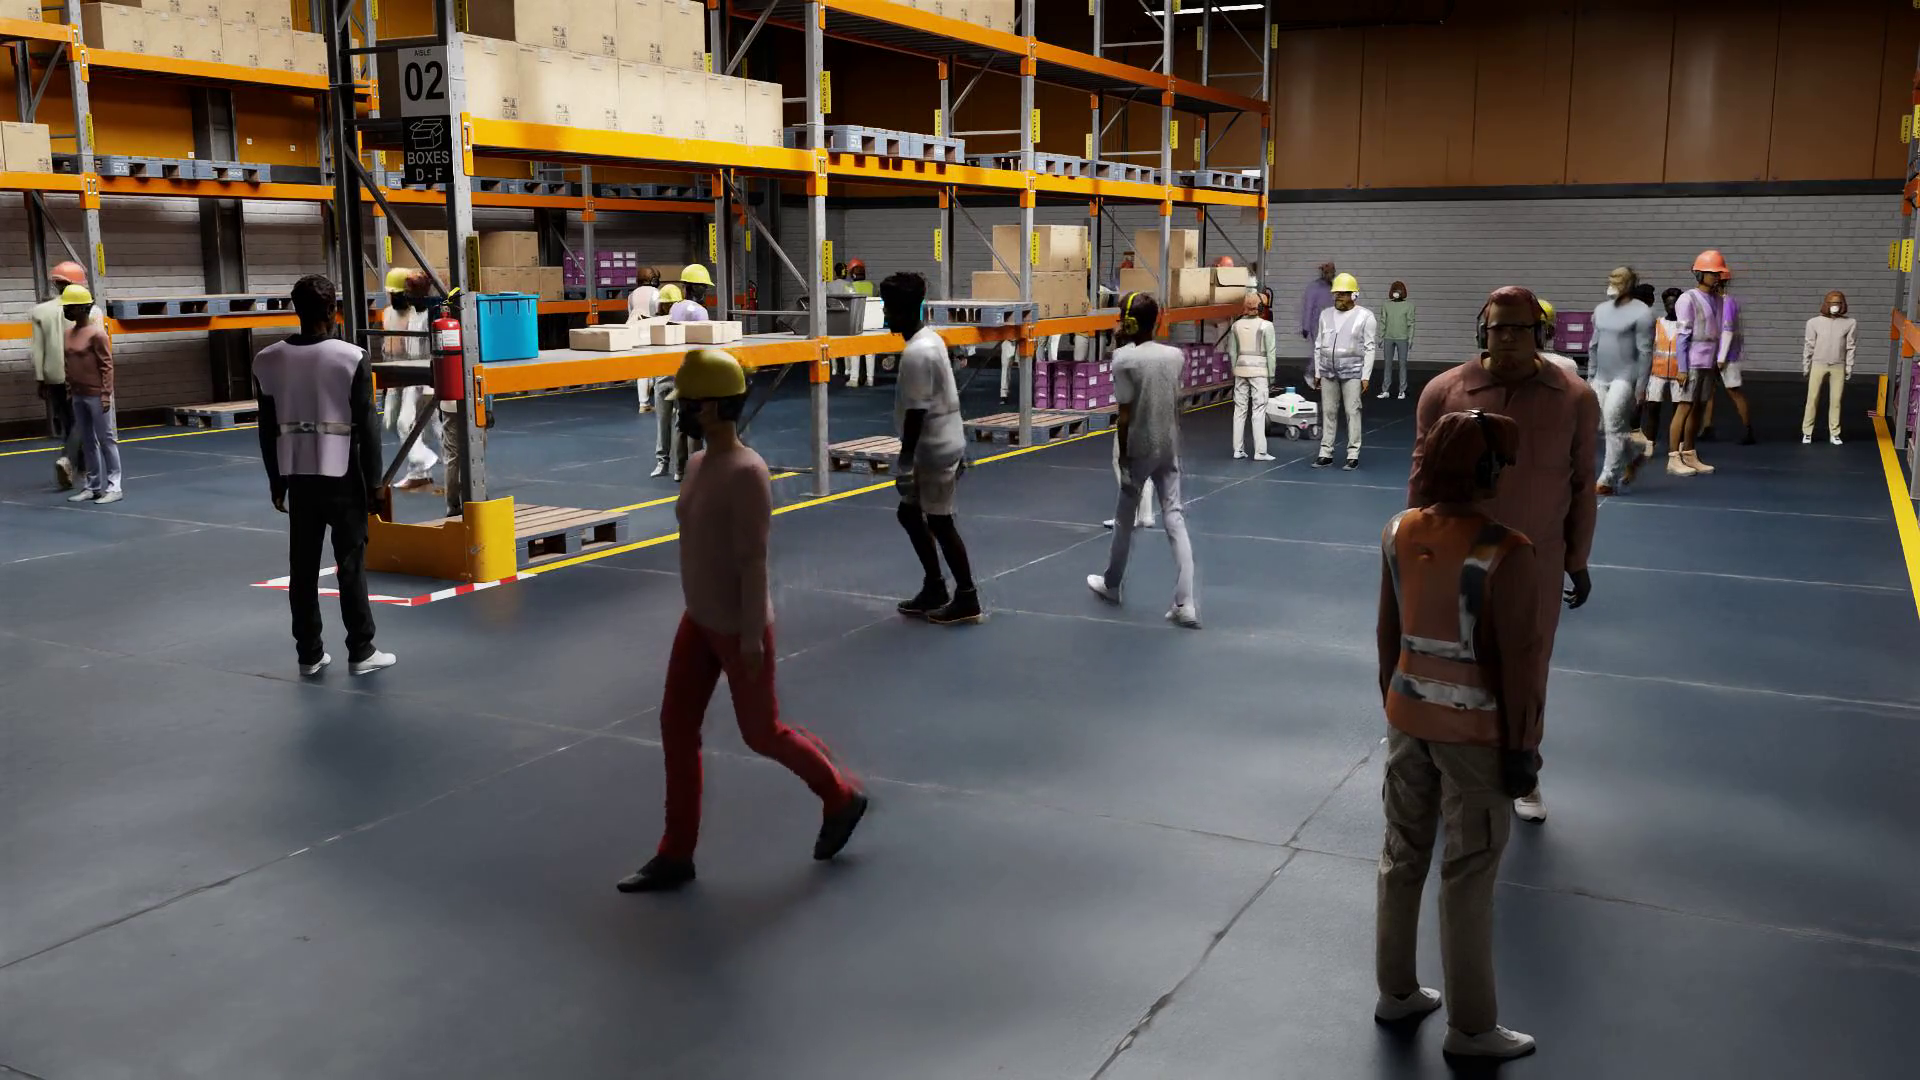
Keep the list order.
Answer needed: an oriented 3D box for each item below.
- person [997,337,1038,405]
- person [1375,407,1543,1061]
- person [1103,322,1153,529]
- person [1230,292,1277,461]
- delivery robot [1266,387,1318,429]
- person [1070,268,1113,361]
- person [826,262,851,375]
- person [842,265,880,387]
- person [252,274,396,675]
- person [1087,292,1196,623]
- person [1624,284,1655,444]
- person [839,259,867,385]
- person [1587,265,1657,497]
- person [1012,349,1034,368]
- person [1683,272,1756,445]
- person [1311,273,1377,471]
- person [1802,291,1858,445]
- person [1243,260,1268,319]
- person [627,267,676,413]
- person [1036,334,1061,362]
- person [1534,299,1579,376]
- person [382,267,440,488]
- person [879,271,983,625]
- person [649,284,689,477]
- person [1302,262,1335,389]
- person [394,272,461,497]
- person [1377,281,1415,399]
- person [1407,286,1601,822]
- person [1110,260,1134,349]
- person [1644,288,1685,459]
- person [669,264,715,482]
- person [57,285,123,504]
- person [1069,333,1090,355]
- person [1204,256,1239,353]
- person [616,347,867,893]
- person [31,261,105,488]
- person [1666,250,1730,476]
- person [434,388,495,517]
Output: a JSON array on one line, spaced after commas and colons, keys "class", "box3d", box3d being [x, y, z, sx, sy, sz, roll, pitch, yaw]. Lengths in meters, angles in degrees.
[{"class": "person", "box3d": [0.762, -2.708, 22.152, 0.591, 1.833, 0.404, 0, 10, 1]}, {"class": "person", "box3d": [1.250, 0.488, 4.210, 0.308, 1.641, 0.511, -5, 11, -28]}, {"class": "person", "box3d": [1.285, -0.885, 12.273, 0.408, 1.600, 0.558, 9, 14, 44]}, {"class": "person", "box3d": [2.854, -1.585, 16.206, 0.311, 1.642, 0.513, -10, 14, -44]}, {"class": "delivery robot", "box3d": [3.602, -1.423, 18.140, 0.477, 0.478, 0.707, -3, 10, -17]}, {"class": "person", "box3d": [1.802, -2.836, 22.910, 0.632, 1.838, 0.429, 0, 10, -1]}, {"class": "person", "box3d": [-1.986, -3.671, 27.637, 0.514, 1.866, 0.332, 3, 10, 18]}, {"class": "person", "box3d": [-1.524, -3.244, 25.248, 0.624, 1.840, 0.429, -6, 11, -31]}, {"class": "person", "box3d": [-3.045, -0.299, 7.957, 0.588, 1.920, 0.392, 1, 10, 5]}, {"class": "person", "box3d": [1.040, -0.466, 9.266, 0.526, 1.805, 1.032, -4, 11, -23]}, {"class": "person", "box3d": [7.201, -1.863, 17.657, 0.316, 1.696, 0.540, -1, 10, -8]}, {"class": "person", "box3d": [-1.593, -3.331, 25.523, 0.493, 1.934, 0.557, -8, 12, -38]}, {"class": "person", "box3d": [5.506, -1.318, 13.842, 0.646, 1.926, 0.642, -4, 10, -21]}, {"class": "person", "box3d": [1.110, -3.984, 29.393, 0.576, 1.884, 0.354, -5, 11, -27]}, {"class": "person", "box3d": [8.152, -1.950, 17.631, 0.709, 1.899, 0.562, 1, 10, 5]}, {"class": "person", "box3d": [3.568, -1.565, 15.539, 0.593, 1.833, 0.404, 8, 12, 37]}, {"class": "person", "box3d": [9.186, -1.817, 17.603, 0.493, 1.627, 0.284, 3, 10, 19]}, {"class": "person", "box3d": [4.578, -3.355, 25.663, 0.426, 1.926, 0.628, 2, 10, 14]}, {"class": "person", "box3d": [-3.867, -2.507, 20.963, 0.633, 1.843, 0.429, 6, 11, 30]}, {"class": "person", "box3d": [1.445, -3.572, 26.864, 0.628, 1.935, 0.373, 8, 13, 40]}, {"class": "person", "box3d": [3.398, -0.560, 9.959, 0.529, 1.749, 0.590, 5, 11, 27]}, {"class": "person", "box3d": [-4.780, -1.399, 14.373, 0.622, 1.899, 0.433, 7, 12, 37]}, {"class": "person", "box3d": [-0.142, -0.478, 8.969, 0.595, 1.920, 0.622, 0, 10, 0]}, {"class": "person", "box3d": [-2.582, -1.426, 14.999, 0.492, 1.740, 0.325, 1, 10, 5]}, {"class": "person", "box3d": [5.370, -3.143, 24.497, 0.667, 1.889, 0.420, -7, 12, -35]}, {"class": "person", "box3d": [-4.457, -1.271, 13.745, 0.708, 1.858, 0.602, -8, 12, -38]}, {"class": "person", "box3d": [6.059, -2.775, 23.120, 0.509, 1.631, 0.272, 7, 12, 34]}, {"class": "person", "box3d": [1.922, 0.058, 5.930, 0.652, 1.906, 0.403, 2, 10, 14]}, {"class": "person", "box3d": [2.869, -3.989, 29.362, 0.581, 1.909, 0.703, -2, 10, -13]}, {"class": "person", "box3d": [6.930, -1.615, 16.258, 0.537, 1.689, 0.322, 5, 11, 26]}, {"class": "person", "box3d": [-2.331, -1.447, 14.588, 0.375, 1.922, 0.594, -8, 12, -37]}, {"class": "person", "box3d": [-7.049, -1.168, 13.432, 0.527, 1.767, 0.331, 5, 11, 29]}, {"class": "person", "box3d": [1.824, -3.126, 24.251, 1.002, 1.931, 0.646, -4, 11, -22]}, {"class": "person", "box3d": [4.157, -3.475, 26.223, 0.704, 1.954, 0.663, -9, 13, -41]}, {"class": "person", "box3d": [-0.696, 0.243, 5.345, 0.816, 1.734, 0.529, -7, 12, -34]}, {"class": "person", "box3d": [-7.727, -1.432, 14.426, 0.616, 1.961, 0.929, -1, 10, -4]}, {"class": "person", "box3d": [6.749, -1.601, 15.138, 0.614, 2.041, 0.393, -7, 12, -35]}, {"class": "person", "box3d": [-3.779, -0.977, 12.688, 0.522, 1.640, 0.306, 4, 11, 22]}]
